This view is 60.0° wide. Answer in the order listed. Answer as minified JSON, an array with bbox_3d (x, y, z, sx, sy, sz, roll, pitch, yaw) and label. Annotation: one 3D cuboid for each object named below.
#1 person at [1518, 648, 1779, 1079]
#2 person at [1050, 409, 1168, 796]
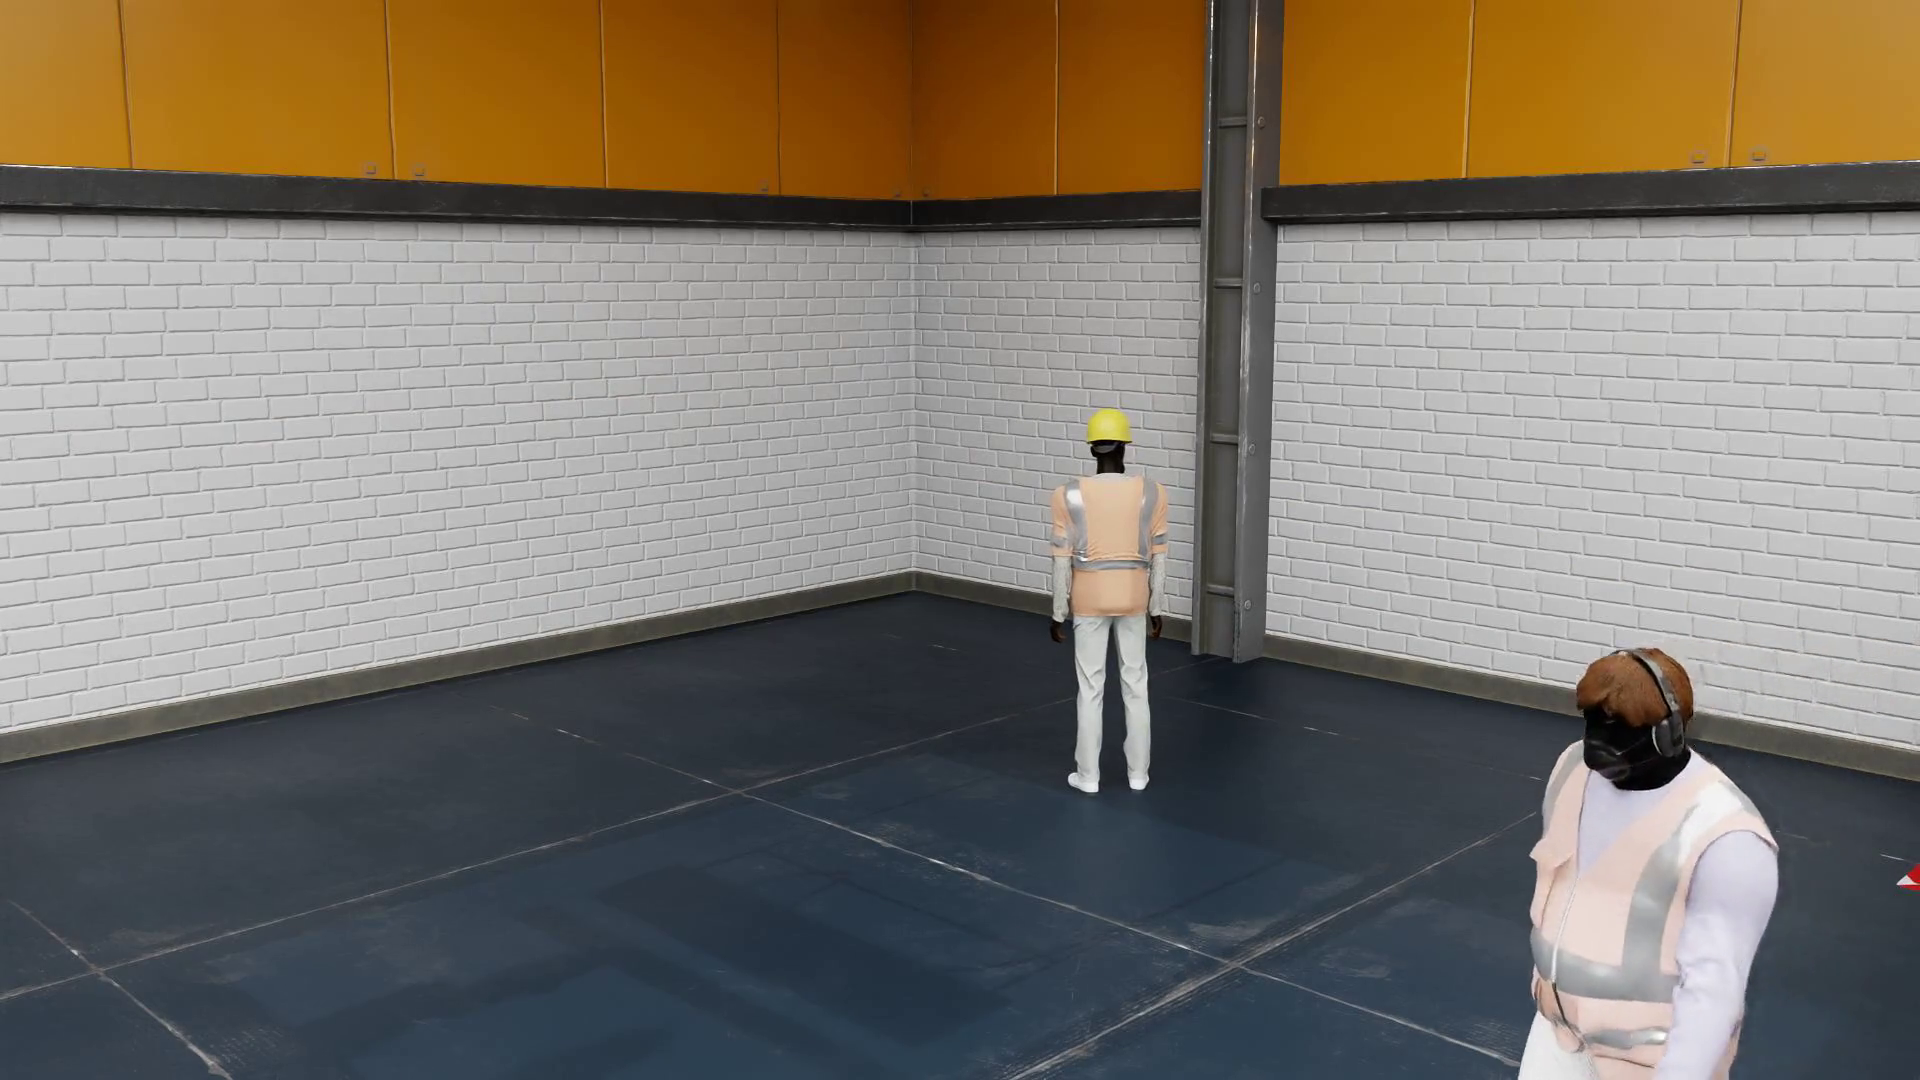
[{"bbox_3d":[1.386,1.122,3.682,0.936,1.794,0.638,-3,10,-19],"label":"person"},{"bbox_3d":[0.731,0.314,8.252,0.587,1.922,0.383,-1,9,-5],"label":"person"}]
